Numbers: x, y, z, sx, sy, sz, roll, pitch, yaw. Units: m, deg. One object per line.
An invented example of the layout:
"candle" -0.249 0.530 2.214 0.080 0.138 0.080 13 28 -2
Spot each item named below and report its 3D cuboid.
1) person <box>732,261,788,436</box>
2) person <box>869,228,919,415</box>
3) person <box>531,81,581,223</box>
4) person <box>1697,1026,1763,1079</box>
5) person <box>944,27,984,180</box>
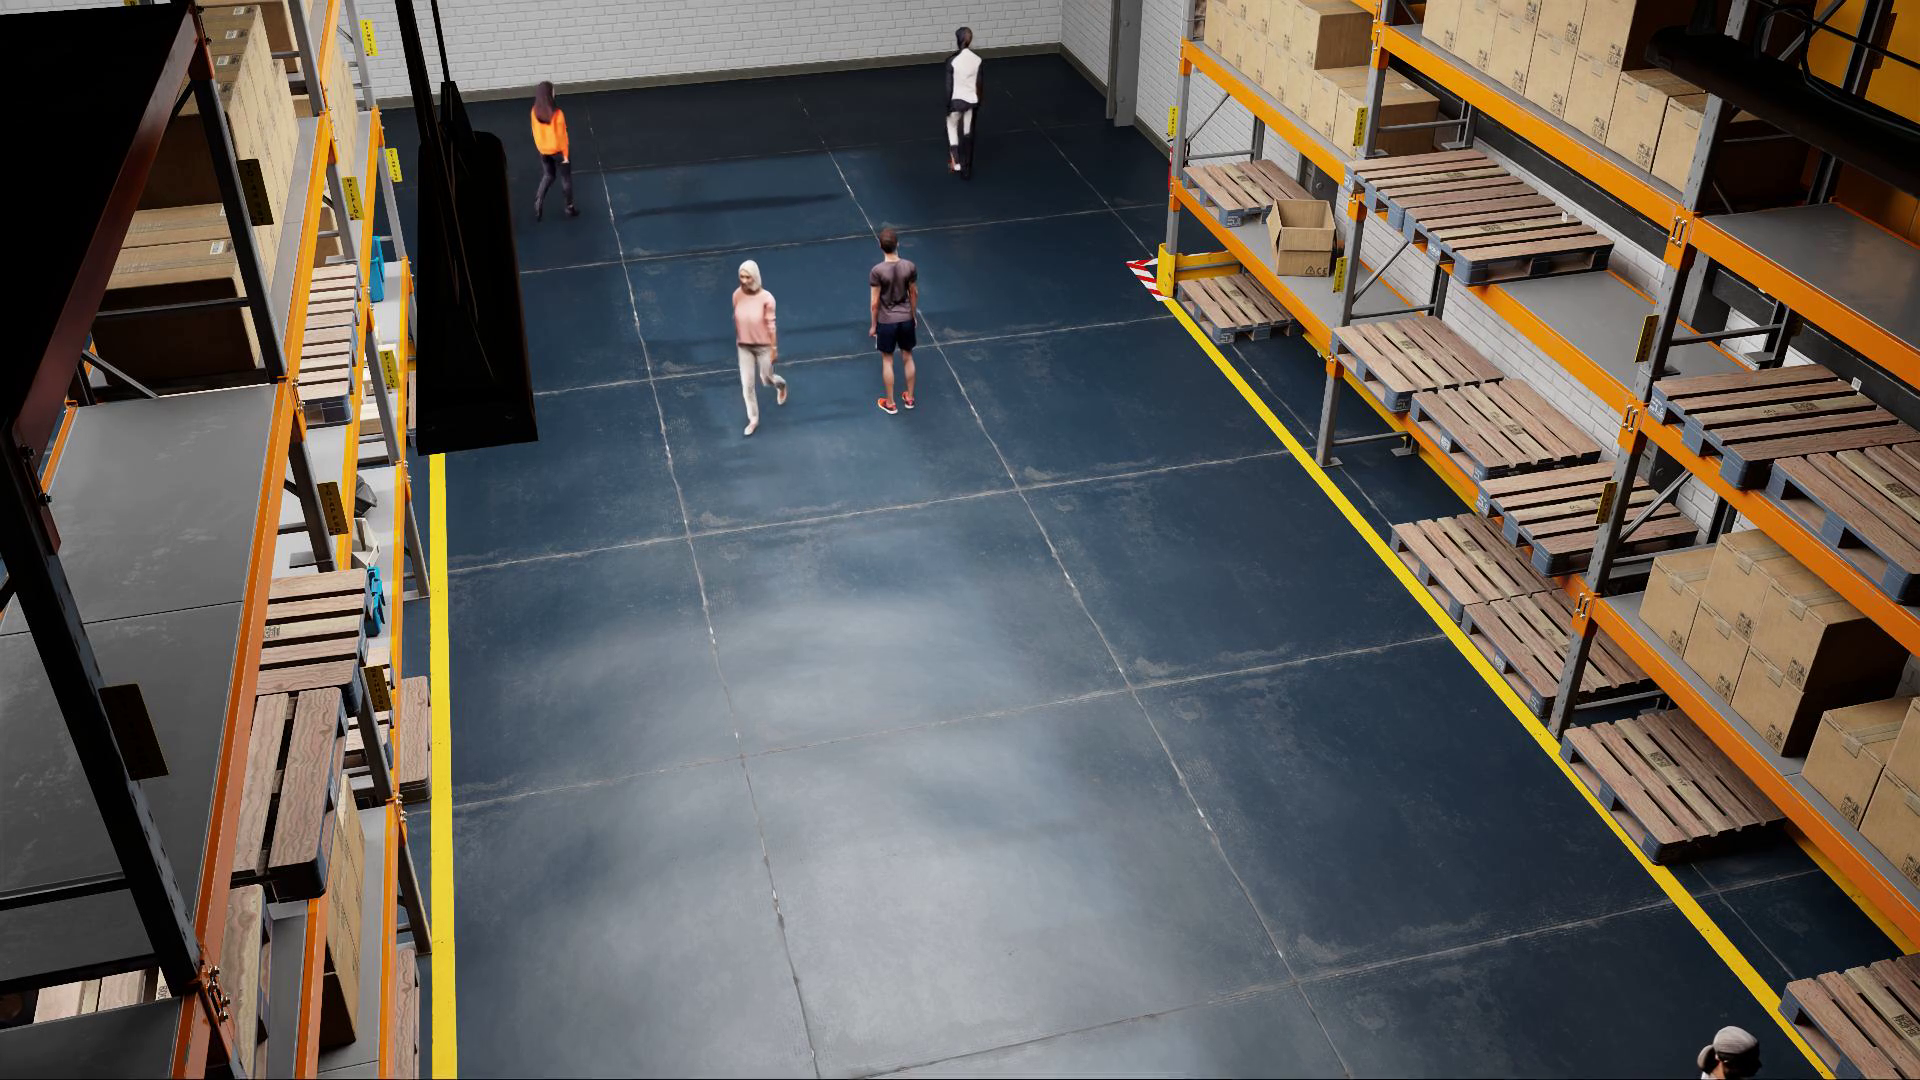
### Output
"person" -1.891 -1.873 15.720 0.901 1.707 1.038 11 35 16
"person" -0.622 -2.085 15.909 0.674 1.851 0.593 -14 36 -20
"person" -4.884 -4.580 19.769 0.953 1.733 1.037 15 37 22
"person" 3.685 3.042 8.330 0.735 1.703 0.667 16 37 23
"person" 0.070 -5.470 20.983 0.693 1.873 0.703 -9 35 -13
